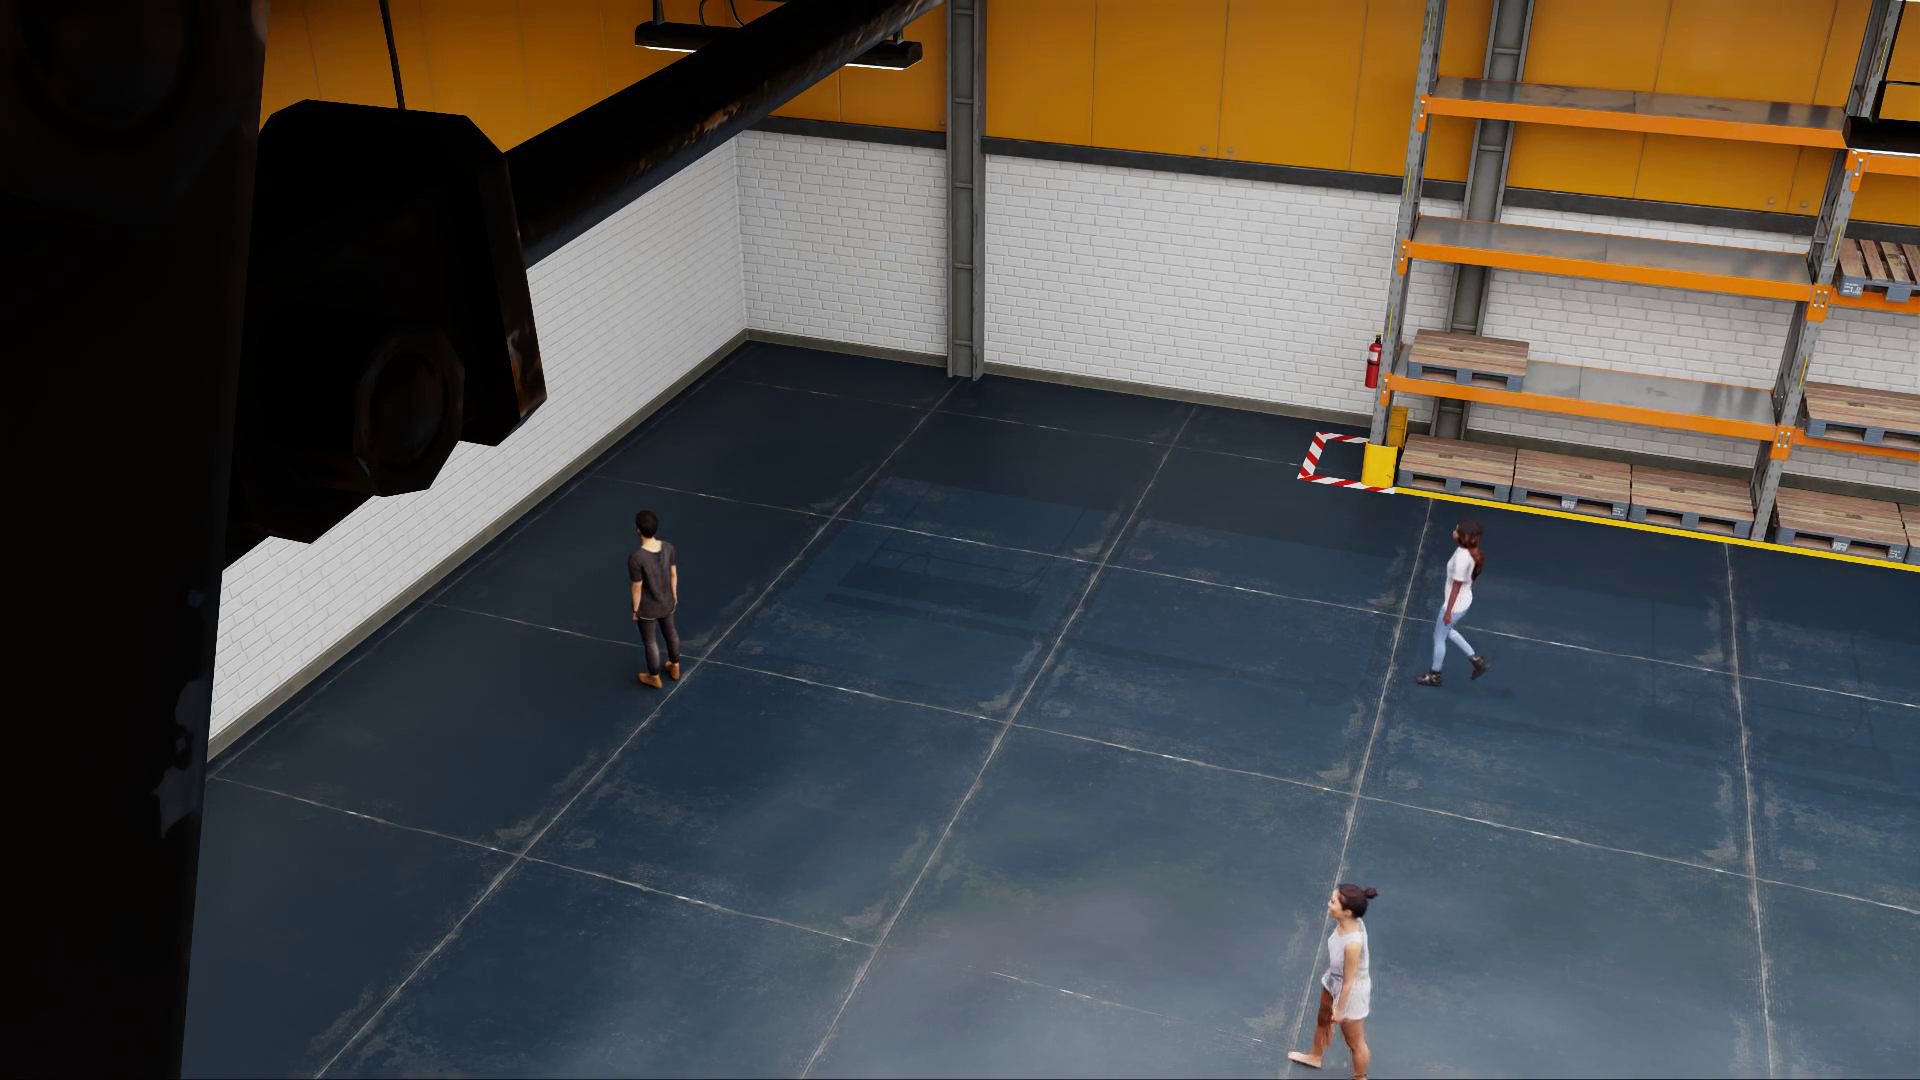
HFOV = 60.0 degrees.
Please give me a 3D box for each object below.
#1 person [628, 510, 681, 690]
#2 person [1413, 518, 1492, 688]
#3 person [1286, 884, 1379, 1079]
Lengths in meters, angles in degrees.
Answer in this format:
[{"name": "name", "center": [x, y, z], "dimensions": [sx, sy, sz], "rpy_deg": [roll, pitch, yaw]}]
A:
[{"name": "person", "center": [-2.695, 0.517, 14.687], "dimensions": [0.705, 1.717, 0.711], "rpy_deg": [-23, 36, -35]}, {"name": "person", "center": [4.409, 0.576, 14.584], "dimensions": [0.881, 1.713, 0.650], "rpy_deg": [13, 31, 23]}, {"name": "person", "center": [2.501, 2.841, 10.546], "dimensions": [0.803, 1.602, 0.699], "rpy_deg": [-3, 29, -5]}]
